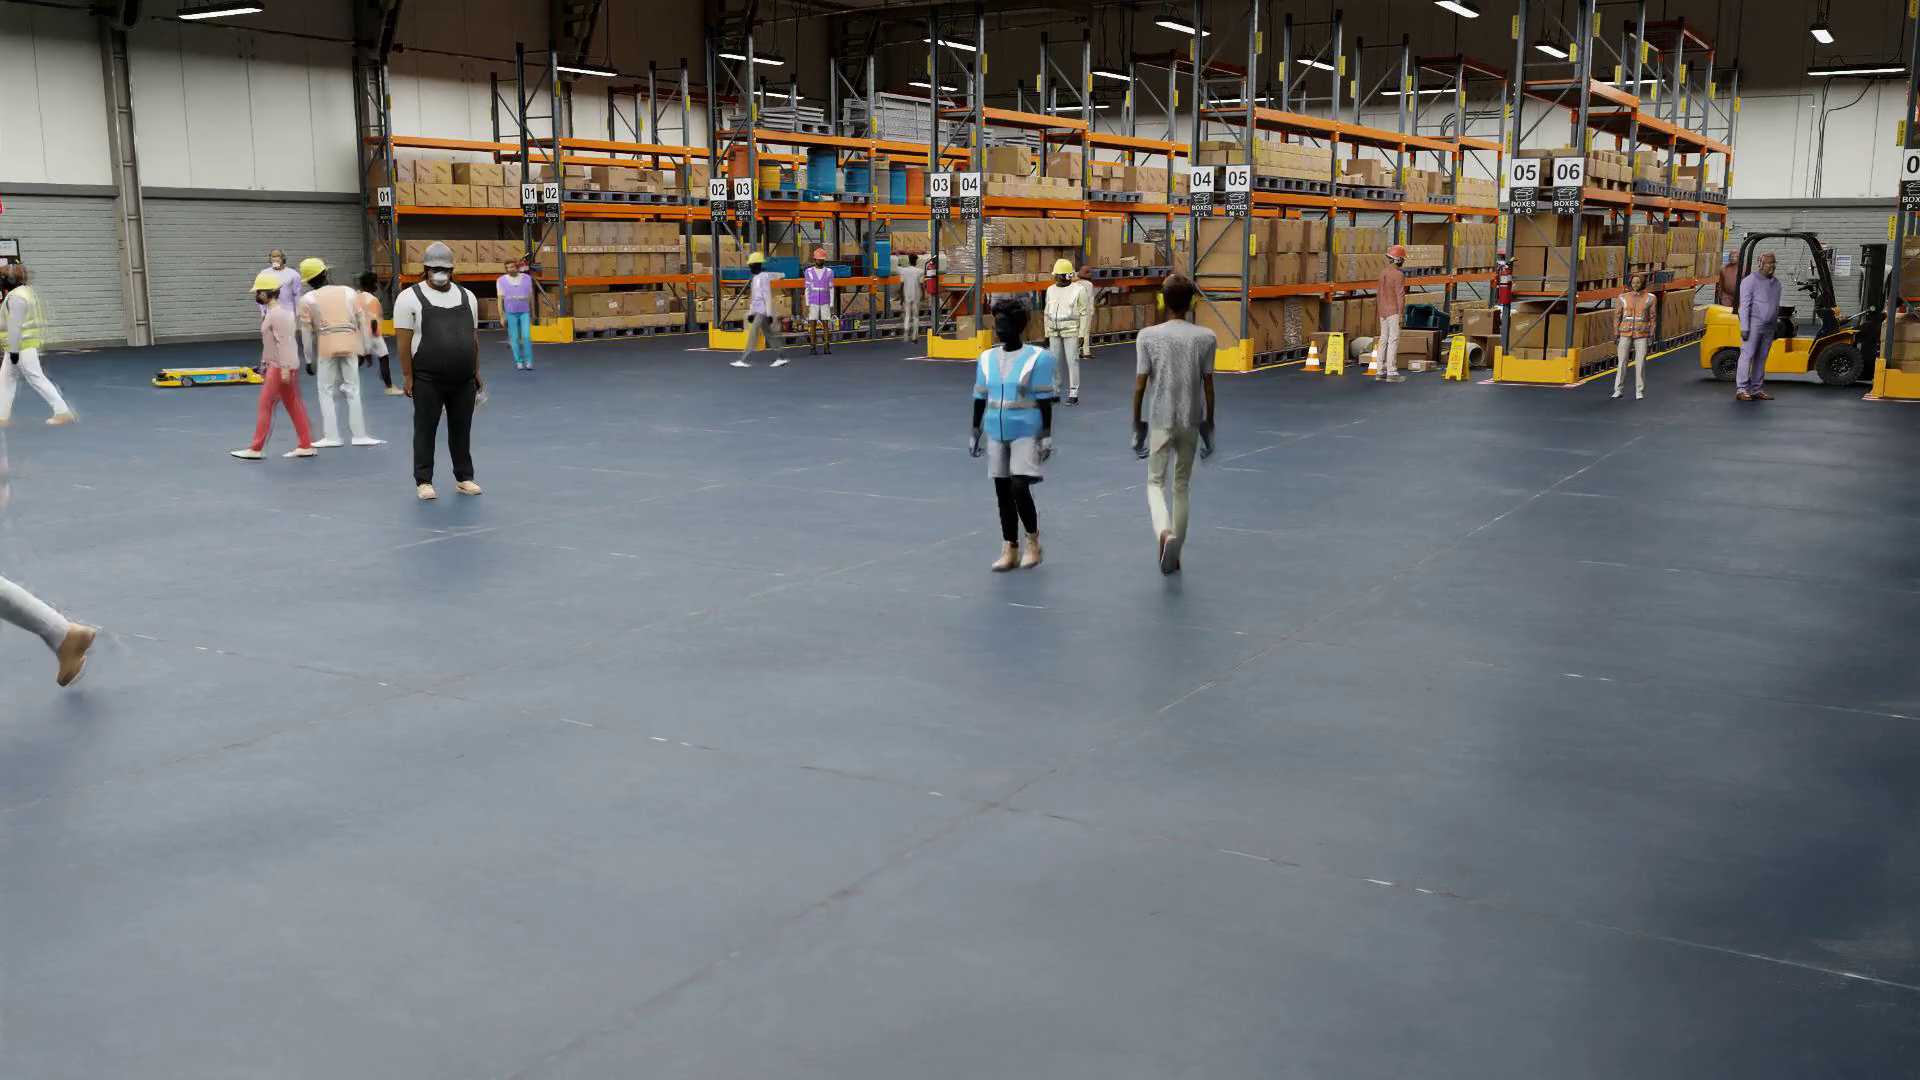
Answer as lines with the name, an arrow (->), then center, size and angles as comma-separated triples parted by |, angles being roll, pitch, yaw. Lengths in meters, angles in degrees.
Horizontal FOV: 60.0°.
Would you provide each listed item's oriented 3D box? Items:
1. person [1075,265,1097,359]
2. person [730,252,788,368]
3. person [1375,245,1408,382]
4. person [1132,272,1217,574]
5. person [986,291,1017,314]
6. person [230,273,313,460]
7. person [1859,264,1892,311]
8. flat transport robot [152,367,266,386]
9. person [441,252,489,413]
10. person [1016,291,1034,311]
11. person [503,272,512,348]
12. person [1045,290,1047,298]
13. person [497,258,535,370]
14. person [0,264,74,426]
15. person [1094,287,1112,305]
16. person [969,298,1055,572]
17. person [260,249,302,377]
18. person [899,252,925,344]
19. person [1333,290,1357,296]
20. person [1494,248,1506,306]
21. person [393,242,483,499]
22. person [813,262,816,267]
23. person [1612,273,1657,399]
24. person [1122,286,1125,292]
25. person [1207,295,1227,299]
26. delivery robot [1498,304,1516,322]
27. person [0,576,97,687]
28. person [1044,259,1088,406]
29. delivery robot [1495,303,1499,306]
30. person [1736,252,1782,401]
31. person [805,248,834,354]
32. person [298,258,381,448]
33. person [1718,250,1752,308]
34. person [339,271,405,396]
person -> 2.182, -3.988, 29.167 | 0.278, 1.634, 0.499 | -7, 13, -36
person -> -3.269, -3.748, 27.169 | 1.005, 1.875, 0.612 | -4, 11, -20
person -> 6.355, -3.321, 24.417 | 0.388, 1.992, 0.625 | -3, 11, -17
person -> 1.309, -0.683, 10.053 | 0.517, 1.854, 0.649 | 0, 10, -1
person -> 0.825, -4.818, 33.012 | 0.625, 1.931, 0.376 | 0, 10, 2
person -> -6.487, -1.602, 15.519 | 0.827, 1.733, 0.540 | -5, 11, -25
person -> 18.929, -5.047, 34.365 | 0.597, 1.903, 0.446 | 8, 13, 39
flat transport robot -> -10.758, -2.352, 23.820 | 1.431, 0.197, 0.652 | -6, 12, -30
person -> -6.105, -2.510, 19.977 | 0.647, 1.950, 0.962 | 4, 11, 20
person -> 1.365, -5.373, 36.390 | 0.521, 1.818, 0.615 | -10, 14, -43
person -> -8.474, -4.437, 31.807 | 0.509, 1.592, 0.859 | -5, 12, -28
person -> 2.251, -5.895, 39.236 | 0.515, 1.864, 0.344 | -2, 10, -12
person -> -7.035, -3.581, 26.426 | 0.602, 1.788, 0.736 | -4, 11, -23
person -> -10.371, -2.145, 18.396 | 0.937, 1.800, 0.636 | -5, 11, -27
person -> 4.275, -7.670, 48.903 | 0.521, 1.949, 0.613 | 0, 10, 0
person -> 0.310, -0.631, 10.206 | 0.560, 1.683, 0.371 | 7, 12, 34
person -> -10.298, -3.435, 25.229 | 0.627, 1.935, 0.371 | -1, 10, -6
person -> -0.961, -4.844, 33.350 | 0.542, 1.852, 0.477 | 2, 10, 11
person -> 8.395, -5.264, 36.327 | 0.510, 1.629, 0.315 | 2, 10, 14
person -> 13.346, -6.242, 41.065 | 0.730, 1.908, 0.564 | -6, 12, -30
person -> -4.097, -1.348, 13.241 | 0.688, 2.000, 0.536 | -9, 13, -40
person -> -3.070, -5.223, 36.084 | 0.497, 1.633, 0.287 | 4, 11, 22
person -> 8.796, -2.656, 21.687 | 0.515, 1.640, 0.315 | 6, 12, 29
person -> 4.531, -6.726, 44.171 | 0.544, 1.743, 0.646 | 6, 12, 32
person -> 5.434, -5.150, 35.306 | 0.526, 1.768, 0.331 | 7, 12, 34
delivery robot -> 13.099, -5.488, 40.327 | 0.707, 0.478, 0.477 | -1, 10, -7
person -> -4.279, -0.150, 7.163 | 0.815, 1.820, 0.623 | -5, 11, -24
person -> 1.299, -2.587, 20.789 | 0.600, 1.821, 0.404 | 7, 12, 34
delivery robot -> 13.214, -5.591, 40.906 | 0.477, 0.478, 0.707 | -1, 10, -8
person -> 10.331, -2.745, 21.442 | 0.643, 1.910, 0.400 | -4, 11, -24
person -> -2.556, -4.338, 30.322 | 0.541, 1.930, 0.386 | -1, 10, -7
person -> -6.178, -1.858, 16.572 | 0.720, 1.878, 0.382 | -6, 12, -32
person -> 16.381, -5.187, 35.191 | 0.647, 1.889, 0.762 | 7, 12, 35
person -> -7.808, -2.697, 21.869 | 0.529, 1.664, 0.842 | 9, 13, 40
